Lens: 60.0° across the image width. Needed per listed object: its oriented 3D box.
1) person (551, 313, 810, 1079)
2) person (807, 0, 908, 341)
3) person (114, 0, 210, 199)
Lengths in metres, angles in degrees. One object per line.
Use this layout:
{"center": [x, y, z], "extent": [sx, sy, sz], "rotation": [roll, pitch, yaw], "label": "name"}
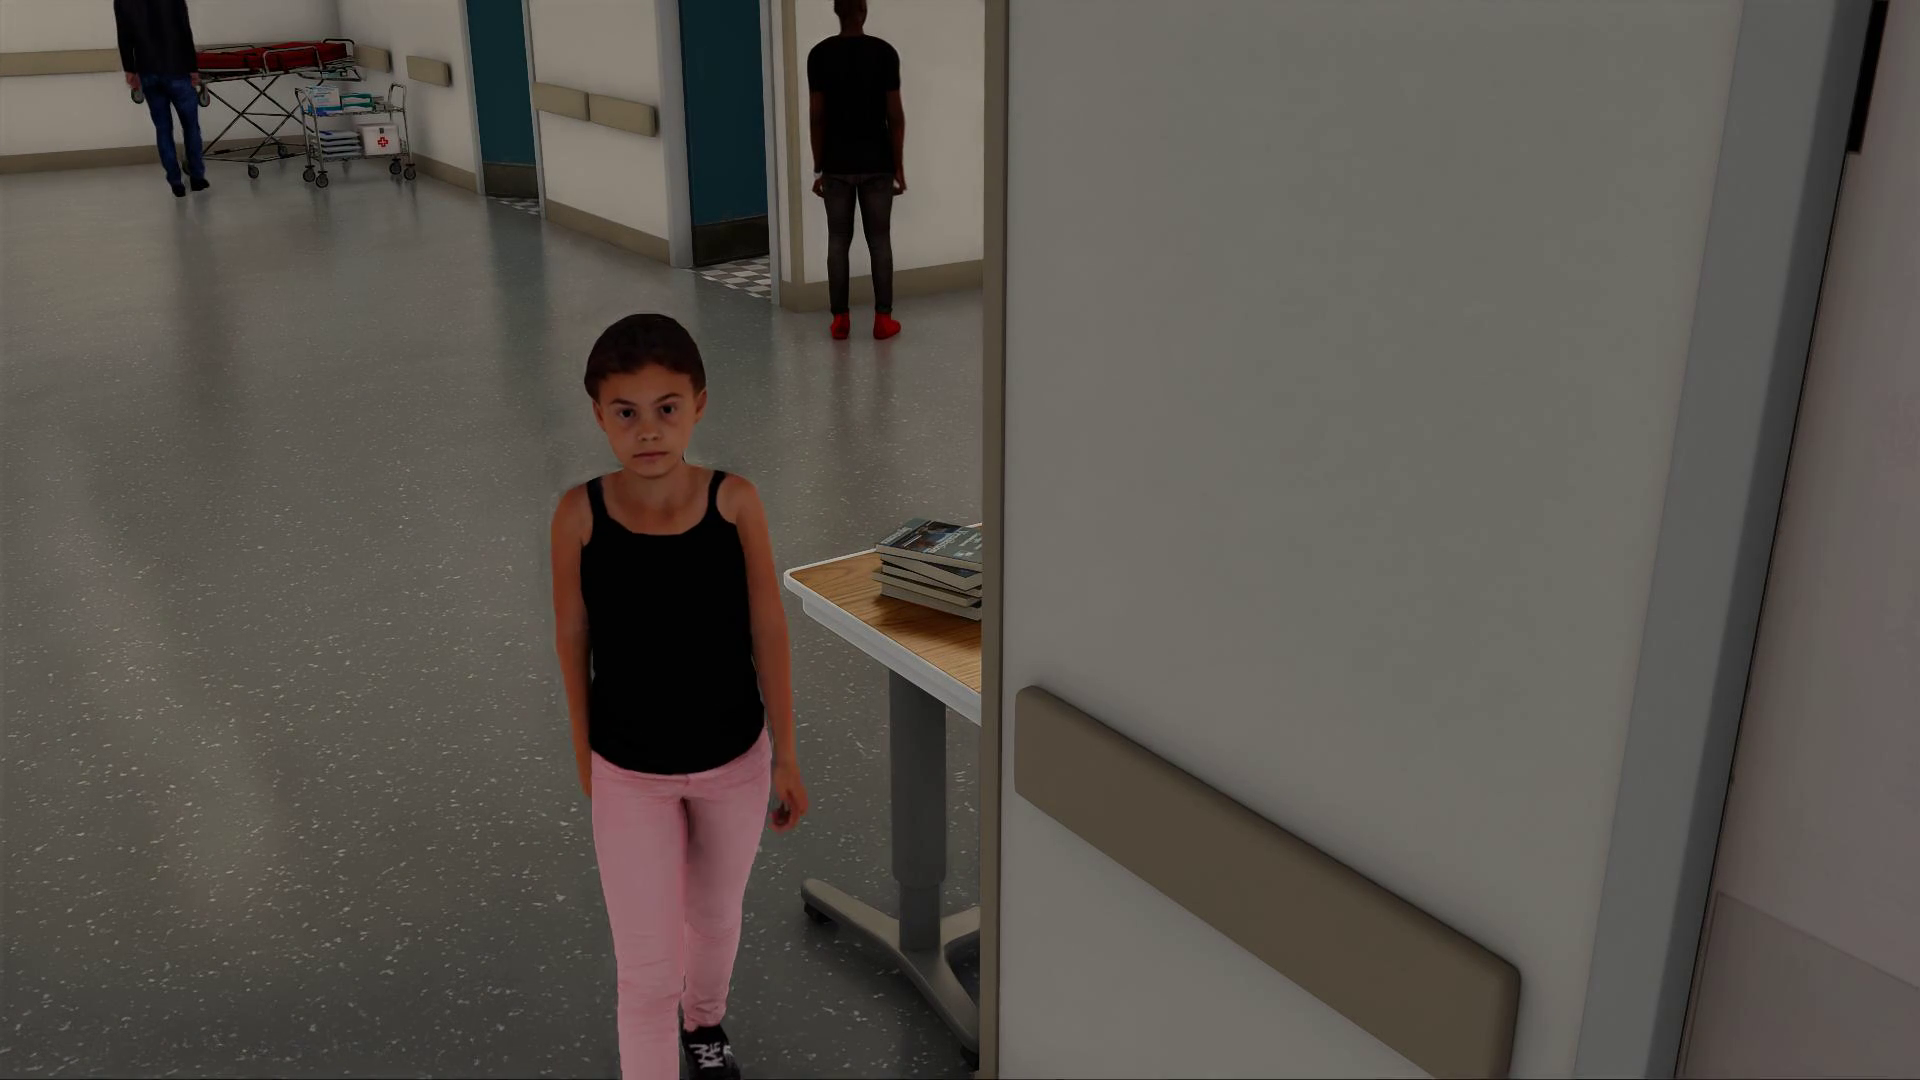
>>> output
{"center": [-0.486, 0.368, 2.868], "extent": [0.704, 1.530, 1.022], "rotation": [-7, 22, -17], "label": "person"}
{"center": [-0.534, -1.940, 8.574], "extent": [0.717, 1.805, 0.738], "rotation": [1, 21, 2], "label": "person"}
{"center": [-6.174, -3.608, 12.871], "extent": [0.785, 1.880, 0.787], "rotation": [-7, 22, -18], "label": "person"}
